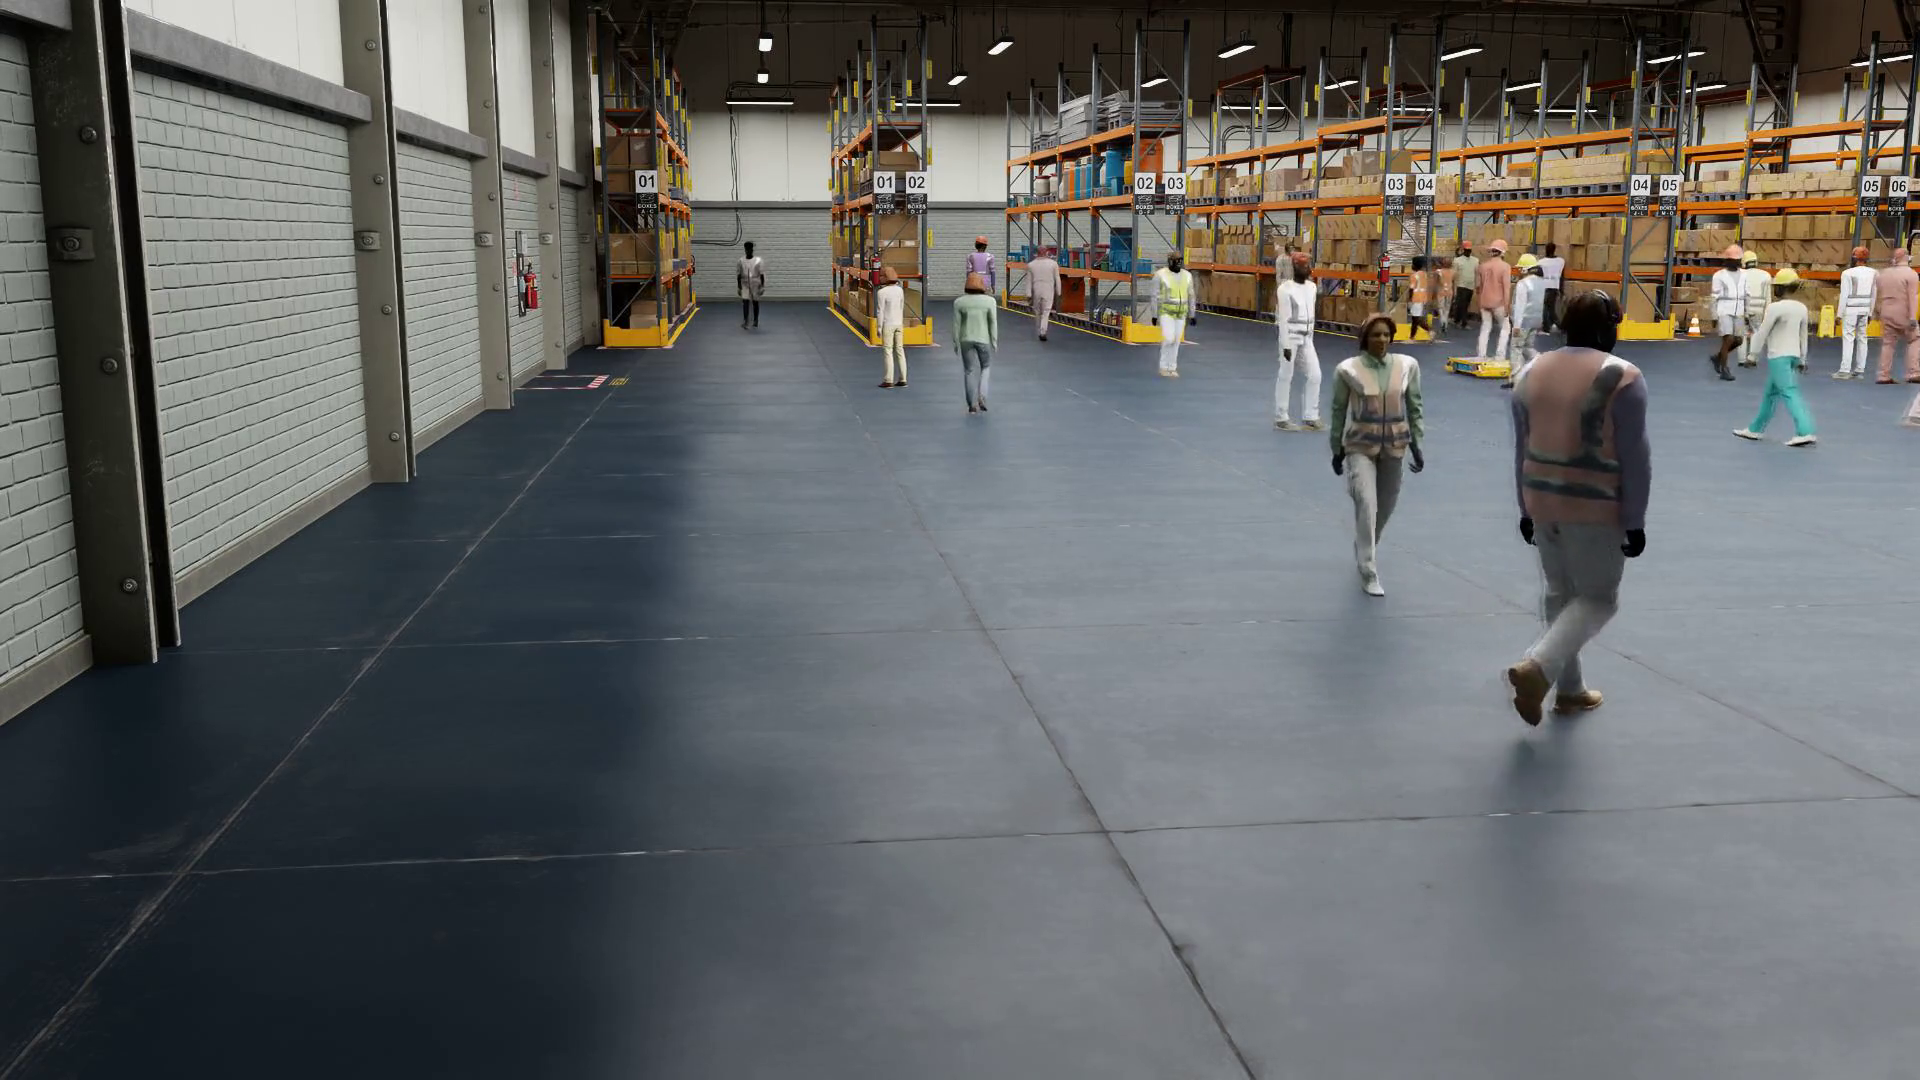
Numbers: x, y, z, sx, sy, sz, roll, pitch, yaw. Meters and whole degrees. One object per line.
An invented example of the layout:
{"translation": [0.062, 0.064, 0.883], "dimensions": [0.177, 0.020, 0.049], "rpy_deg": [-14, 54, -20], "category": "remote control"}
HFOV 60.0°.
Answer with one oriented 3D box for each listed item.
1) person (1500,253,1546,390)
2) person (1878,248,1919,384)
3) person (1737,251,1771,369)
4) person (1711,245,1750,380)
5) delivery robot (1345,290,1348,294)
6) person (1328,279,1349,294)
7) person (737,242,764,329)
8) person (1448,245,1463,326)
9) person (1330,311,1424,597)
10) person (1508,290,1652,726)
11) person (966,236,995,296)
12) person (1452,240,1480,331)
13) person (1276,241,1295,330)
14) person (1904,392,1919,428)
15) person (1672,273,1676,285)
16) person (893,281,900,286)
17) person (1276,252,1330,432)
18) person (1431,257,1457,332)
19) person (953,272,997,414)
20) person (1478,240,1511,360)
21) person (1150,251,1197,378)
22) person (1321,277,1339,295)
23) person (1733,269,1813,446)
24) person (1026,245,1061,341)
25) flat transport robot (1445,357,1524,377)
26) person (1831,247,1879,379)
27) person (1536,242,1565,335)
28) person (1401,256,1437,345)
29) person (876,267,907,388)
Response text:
{"translation": [7.539, -2.866, 21.948], "dimensions": [0.600, 1.816, 0.628], "rpy_deg": [-10, 14, -43], "category": "person"}
{"translation": [13.016, -3.070, 22.923], "dimensions": [0.679, 1.875, 0.667], "rpy_deg": [-3, 11, -16], "category": "person"}
{"translation": [12.152, -3.542, 25.639], "dimensions": [0.606, 1.809, 0.430], "rpy_deg": [3, 11, 15], "category": "person"}
{"translation": [10.941, -3.239, 23.692], "dimensions": [0.559, 1.918, 0.606], "rpy_deg": [-1, 10, -7], "category": "person"}
{"translation": [11.729, -7.358, 49.747], "dimensions": [0.477, 0.478, 0.707], "rpy_deg": [-9, 14, -41], "category": "delivery robot"}
{"translation": [11.883, -8.406, 51.734], "dimensions": [0.686, 2.021, 0.626], "rpy_deg": [3, 11, 16], "category": "person"}
{"translation": [-4.619, -5.600, 36.654], "dimensions": [0.623, 1.912, 0.992], "rpy_deg": [1, 10, 3], "category": "person"}
{"translation": [11.363, -5.803, 37.972], "dimensions": [0.544, 1.833, 0.397], "rpy_deg": [-1, 10, -8], "category": "person"}
{"translation": [2.403, -0.531, 9.682], "dimensions": [0.513, 1.613, 0.784], "rpy_deg": [-1, 10, -5], "category": "person"}
{"translation": [2.501, -0.114, 6.861], "dimensions": [0.719, 1.820, 0.631], "rpy_deg": [-6, 12, -31], "category": "person"}
{"translation": [0.443, -5.428, 35.362], "dimensions": [0.614, 2.035, 0.395], "rpy_deg": [0, 10, 2], "category": "person"}
{"translation": [11.001, -5.555, 36.292], "dimensions": [0.608, 1.959, 0.971], "rpy_deg": [-3, 11, -14], "category": "person"}
{"translation": [7.081, -5.494, 36.023], "dimensions": [0.629, 1.934, 0.362], "rpy_deg": [-7, 13, -35], "category": "person"}
{"translation": [10.482, -2.091, 17.354], "dimensions": [0.618, 1.947, 1.018], "rpy_deg": [-9, 14, -42], "category": "person"}
{"translation": [18.708, -6.878, 43.948], "dimensions": [0.528, 1.853, 0.870], "rpy_deg": [-2, 11, -11], "category": "person"}
{"translation": [-1.901, -7.178, 46.062], "dimensions": [0.501, 1.632, 0.280], "rpy_deg": [-2, 11, -11], "category": "person"}
{"translation": [3.567, -2.026, 17.182], "dimensions": [0.615, 1.859, 0.744], "rpy_deg": [-8, 13, -37], "category": "person"}
{"translation": [10.252, -5.172, 35.148], "dimensions": [0.514, 1.618, 0.682], "rpy_deg": [0, 10, 0], "category": "person"}
{"translation": [0.175, -2.269, 19.158], "dimensions": [0.522, 1.618, 0.425], "rpy_deg": [1, 10, 4], "category": "person"}
{"translation": [8.328, -3.644, 25.731], "dimensions": [0.705, 1.971, 0.640], "rpy_deg": [-6, 12, -30], "category": "person"}
{"translation": [3.074, -3.228, 23.891], "dimensions": [0.642, 1.823, 0.539], "rpy_deg": [-5, 11, -24], "category": "person"}
{"translation": [10.522, -7.497, 47.228], "dimensions": [0.641, 1.852, 1.043], "rpy_deg": [0, 10, -1], "category": "person"}
{"translation": [8.060, -1.789, 16.296], "dimensions": [0.538, 1.719, 0.930], "rpy_deg": [-6, 12, -30], "category": "person"}
{"translation": [1.632, -4.854, 32.711], "dimensions": [0.651, 1.862, 0.986], "rpy_deg": [3, 11, 18], "category": "person"}
{"translation": [7.708, -2.553, 24.444], "dimensions": [0.652, 0.197, 1.431], "rpy_deg": [-1, 10, -5], "category": "flat transport robot"}
{"translation": [12.807, -3.242, 23.798], "dimensions": [0.575, 1.885, 0.355], "rpy_deg": [-2, 11, -12], "category": "person"}
{"translation": [12.188, -5.190, 34.410], "dimensions": [0.628, 1.904, 0.457], "rpy_deg": [-2, 10, -9], "category": "person"}
{"translation": [8.601, -4.452, 31.006], "dimensions": [0.720, 1.673, 0.538], "rpy_deg": [10, 14, 42], "category": "person"}
{"translation": [-0.939, -2.863, 22.450], "dimensions": [0.303, 1.627, 0.496], "rpy_deg": [9, 14, 41], "category": "person"}
